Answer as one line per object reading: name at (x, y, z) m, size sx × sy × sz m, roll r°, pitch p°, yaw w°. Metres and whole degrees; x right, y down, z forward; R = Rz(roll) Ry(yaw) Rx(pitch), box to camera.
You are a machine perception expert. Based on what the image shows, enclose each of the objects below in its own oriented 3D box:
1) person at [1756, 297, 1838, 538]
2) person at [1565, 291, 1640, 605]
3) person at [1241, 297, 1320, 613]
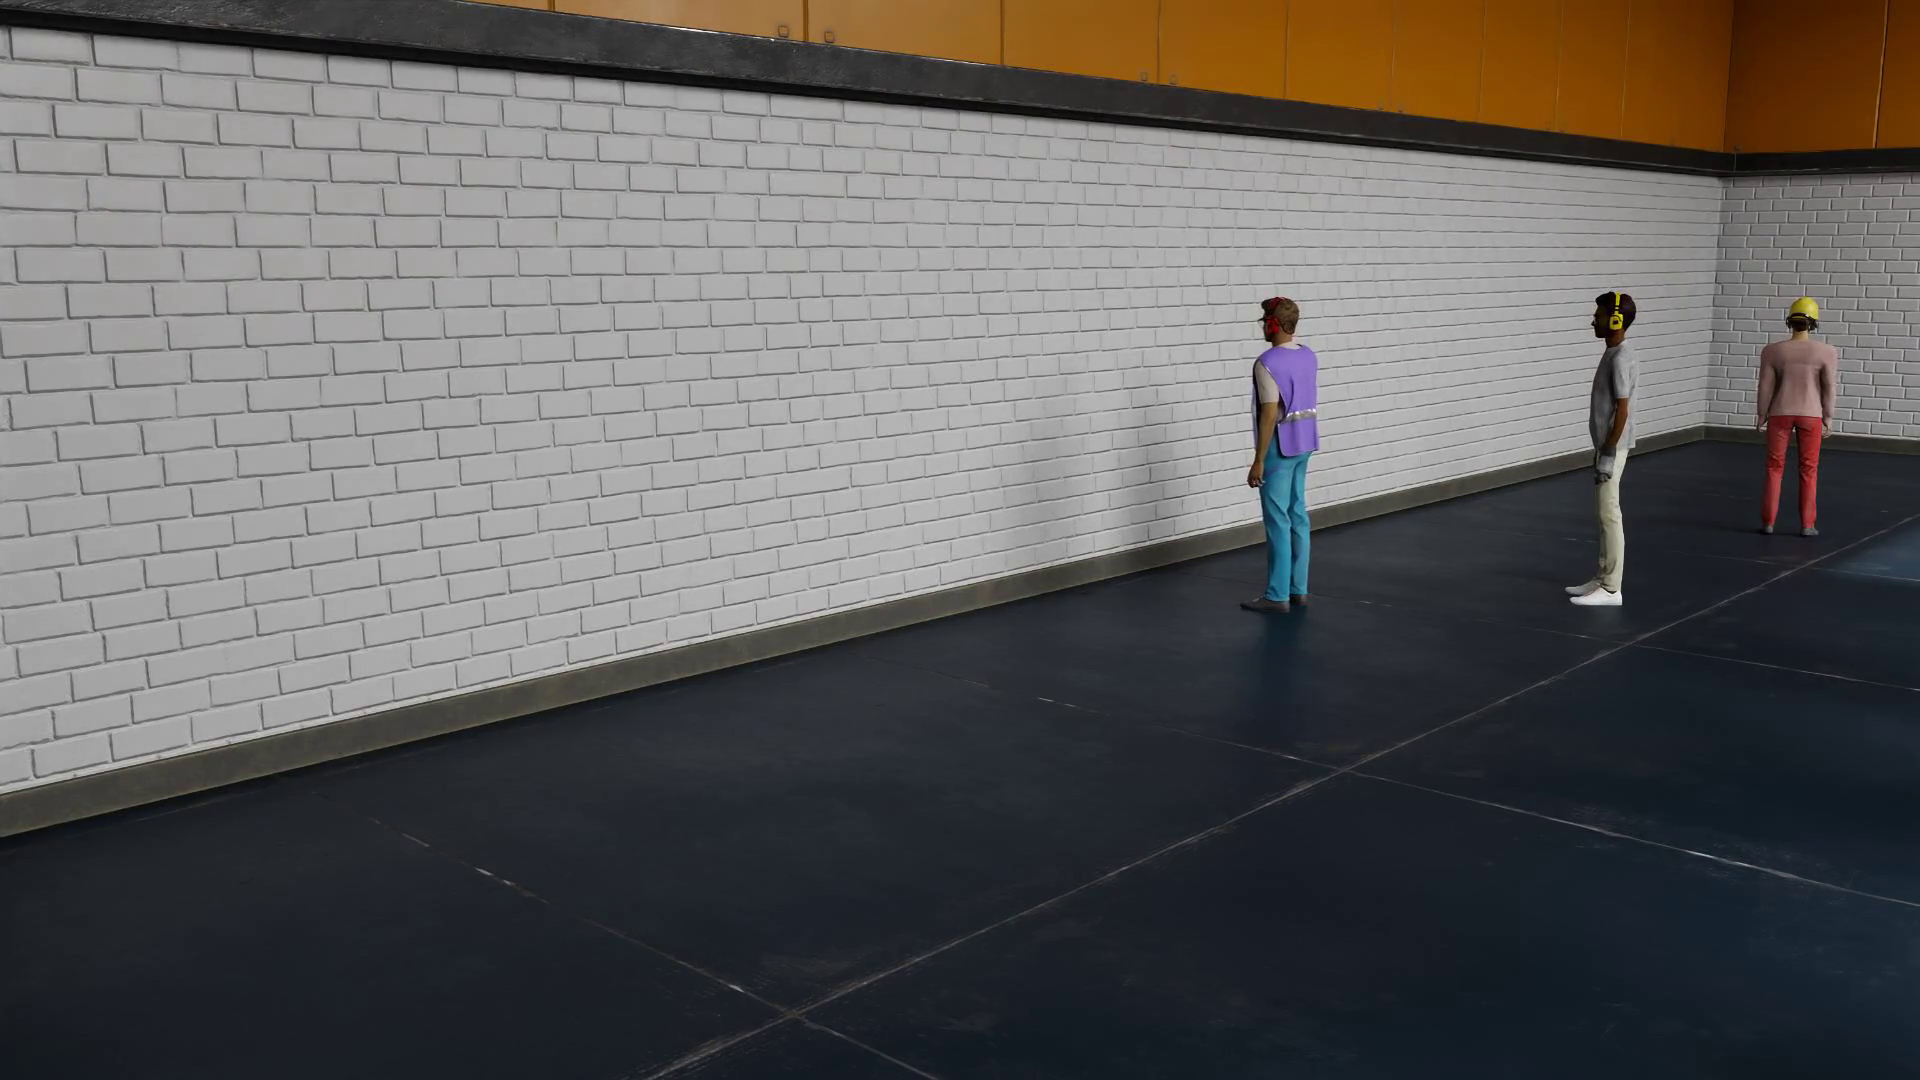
person at (6.163, -0.899, 12.282) m, size 0.524 × 1.769 × 0.314 m, roll 6°, pitch 11°, yaw 29°
person at (3.856, -0.539, 9.940) m, size 0.328 × 1.870 × 0.510 m, roll 3°, pitch 10°, yaw 17°
person at (1.895, -0.493, 9.743) m, size 0.387 × 1.845 × 0.565 m, roll 9°, pitch 13°, yaw 40°
